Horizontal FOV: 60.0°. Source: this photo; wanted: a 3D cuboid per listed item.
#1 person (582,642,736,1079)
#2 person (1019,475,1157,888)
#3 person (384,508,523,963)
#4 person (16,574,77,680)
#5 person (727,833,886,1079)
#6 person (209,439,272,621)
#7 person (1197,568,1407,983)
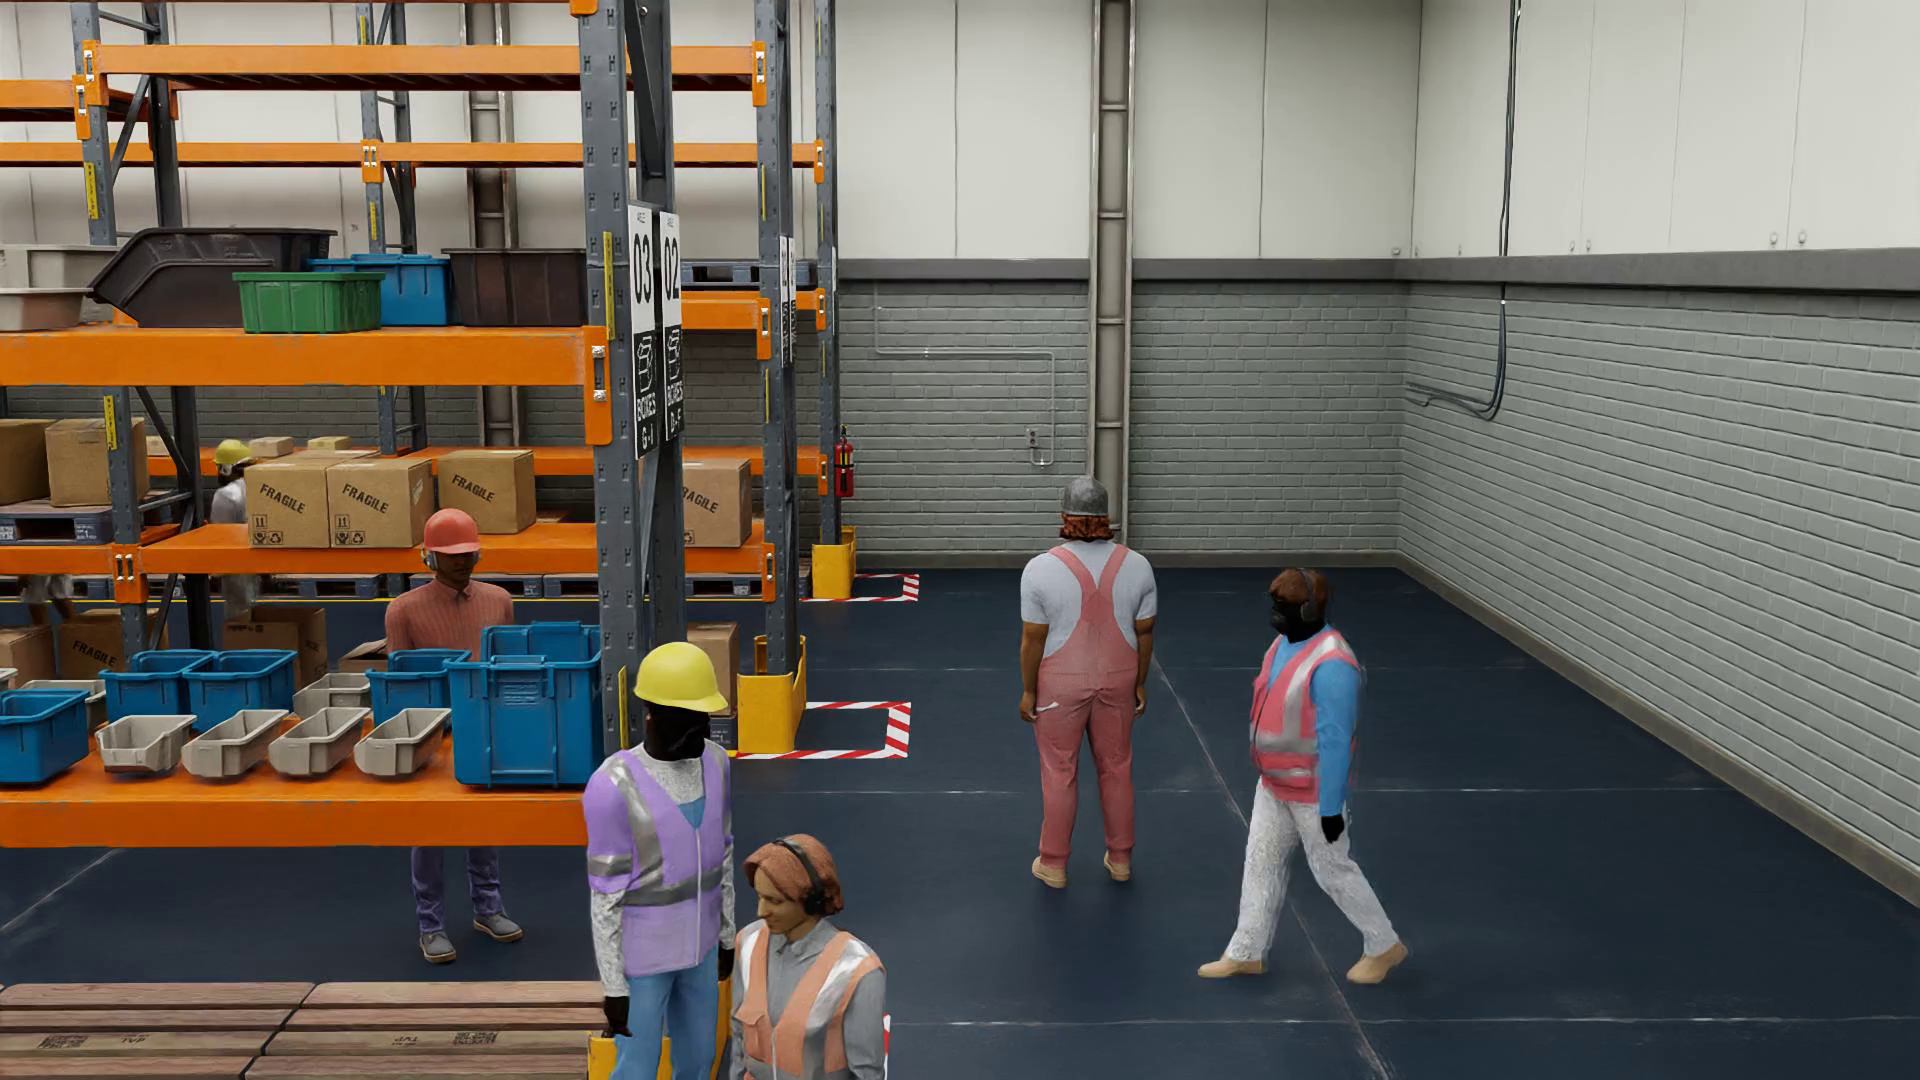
[{"bbox_3d":[-0.885,1.250,5.147,0.396,1.917,0.594,7,11,35],"label":"person"},{"bbox_3d":[0.597,0.685,8.227,0.688,2.000,0.536,-2,10,-13],"label":"person"},{"bbox_3d":[-2.224,0.846,7.377,0.608,1.995,0.377,-9,13,-43],"label":"person"},{"bbox_3d":[-6.686,0.113,12.105,0.415,1.935,0.554,1,9,3],"label":"person"},{"bbox_3d":[-0.386,1.535,4.264,0.528,1.630,0.319,7,12,38],"label":"person"},{"bbox_3d":[-5.183,0.165,12.139,0.777,1.811,0.590,1,9,4],"label":"person"},{"bbox_3d":[1.484,1.007,7.009,0.760,1.833,0.639,-2,10,-13],"label":"person"}]
